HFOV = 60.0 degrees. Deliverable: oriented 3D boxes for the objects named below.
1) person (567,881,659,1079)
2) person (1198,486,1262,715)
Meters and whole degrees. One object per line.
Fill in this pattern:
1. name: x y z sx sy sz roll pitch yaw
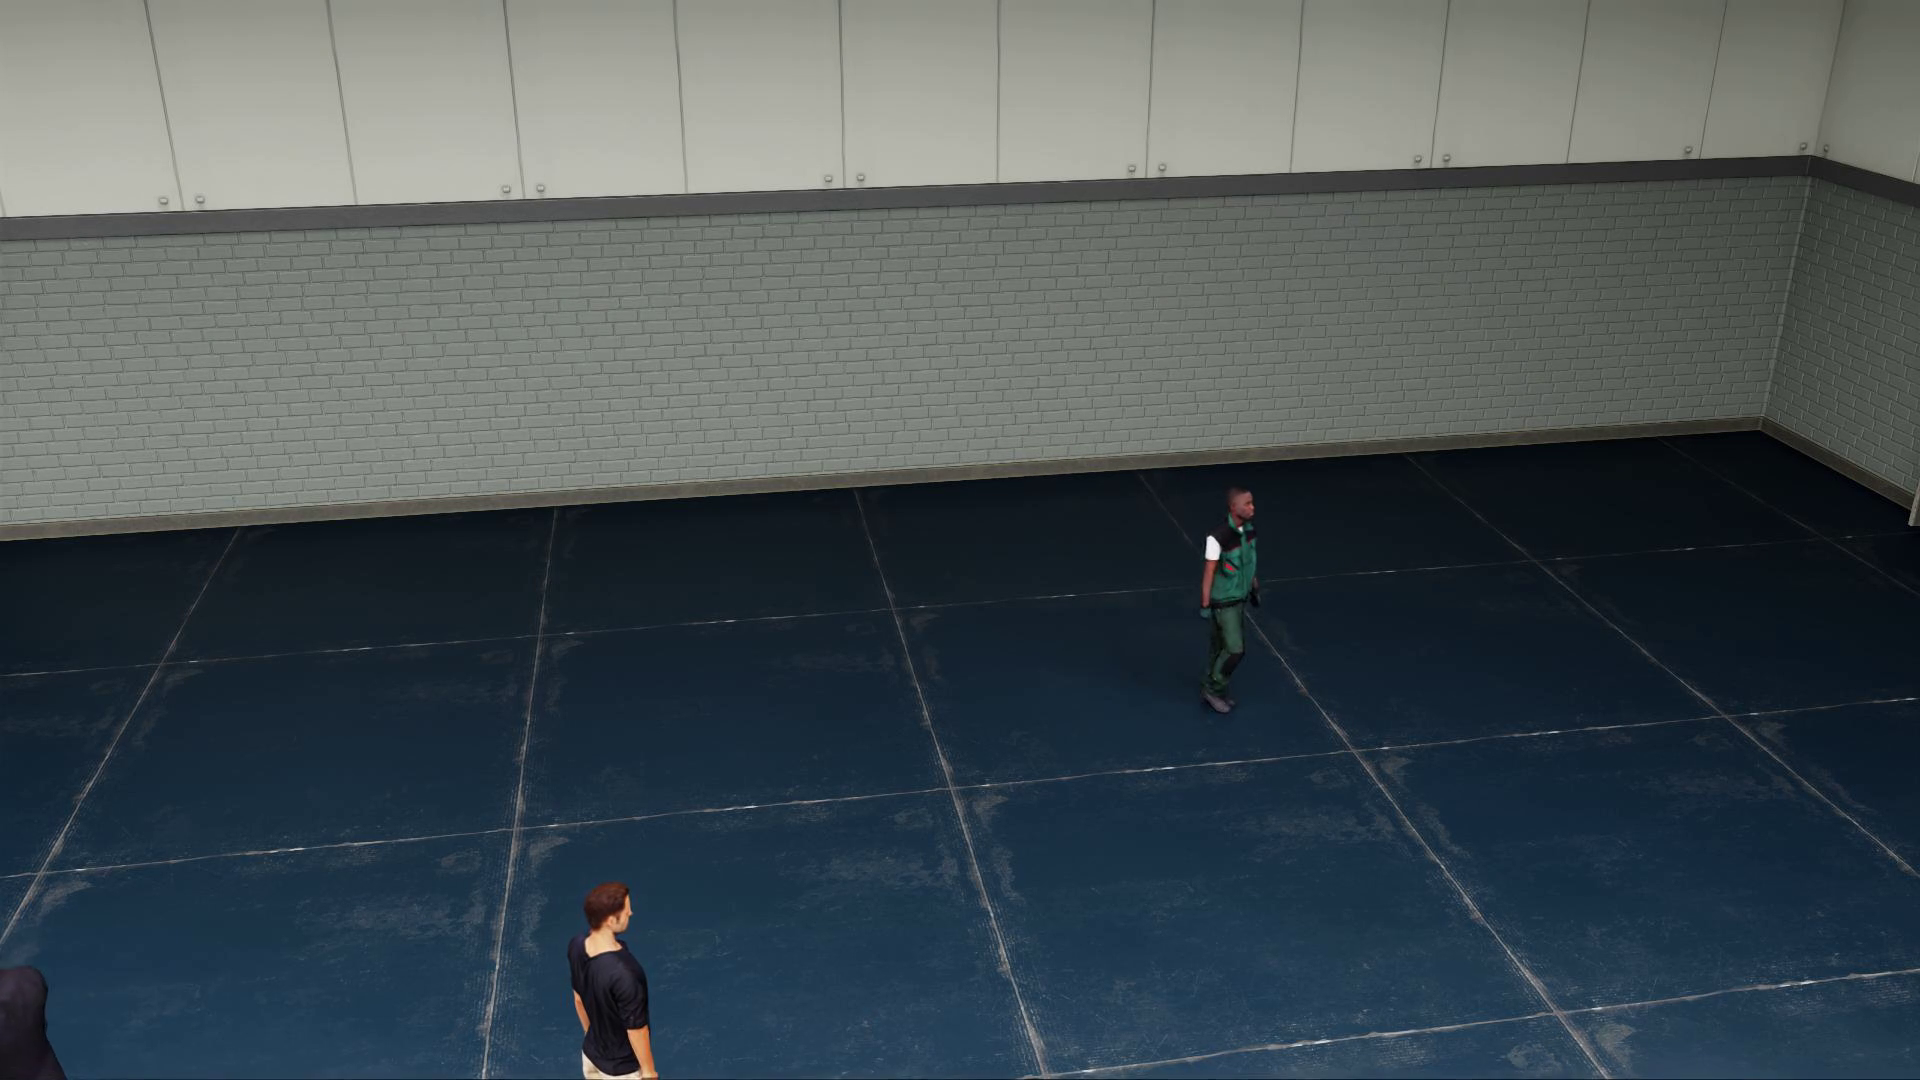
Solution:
1. person: -1.621 2.424 7.801 0.678 1.849 0.774 20 30 39
2. person: 1.946 0.423 12.536 0.871 1.826 0.817 17 28 34
